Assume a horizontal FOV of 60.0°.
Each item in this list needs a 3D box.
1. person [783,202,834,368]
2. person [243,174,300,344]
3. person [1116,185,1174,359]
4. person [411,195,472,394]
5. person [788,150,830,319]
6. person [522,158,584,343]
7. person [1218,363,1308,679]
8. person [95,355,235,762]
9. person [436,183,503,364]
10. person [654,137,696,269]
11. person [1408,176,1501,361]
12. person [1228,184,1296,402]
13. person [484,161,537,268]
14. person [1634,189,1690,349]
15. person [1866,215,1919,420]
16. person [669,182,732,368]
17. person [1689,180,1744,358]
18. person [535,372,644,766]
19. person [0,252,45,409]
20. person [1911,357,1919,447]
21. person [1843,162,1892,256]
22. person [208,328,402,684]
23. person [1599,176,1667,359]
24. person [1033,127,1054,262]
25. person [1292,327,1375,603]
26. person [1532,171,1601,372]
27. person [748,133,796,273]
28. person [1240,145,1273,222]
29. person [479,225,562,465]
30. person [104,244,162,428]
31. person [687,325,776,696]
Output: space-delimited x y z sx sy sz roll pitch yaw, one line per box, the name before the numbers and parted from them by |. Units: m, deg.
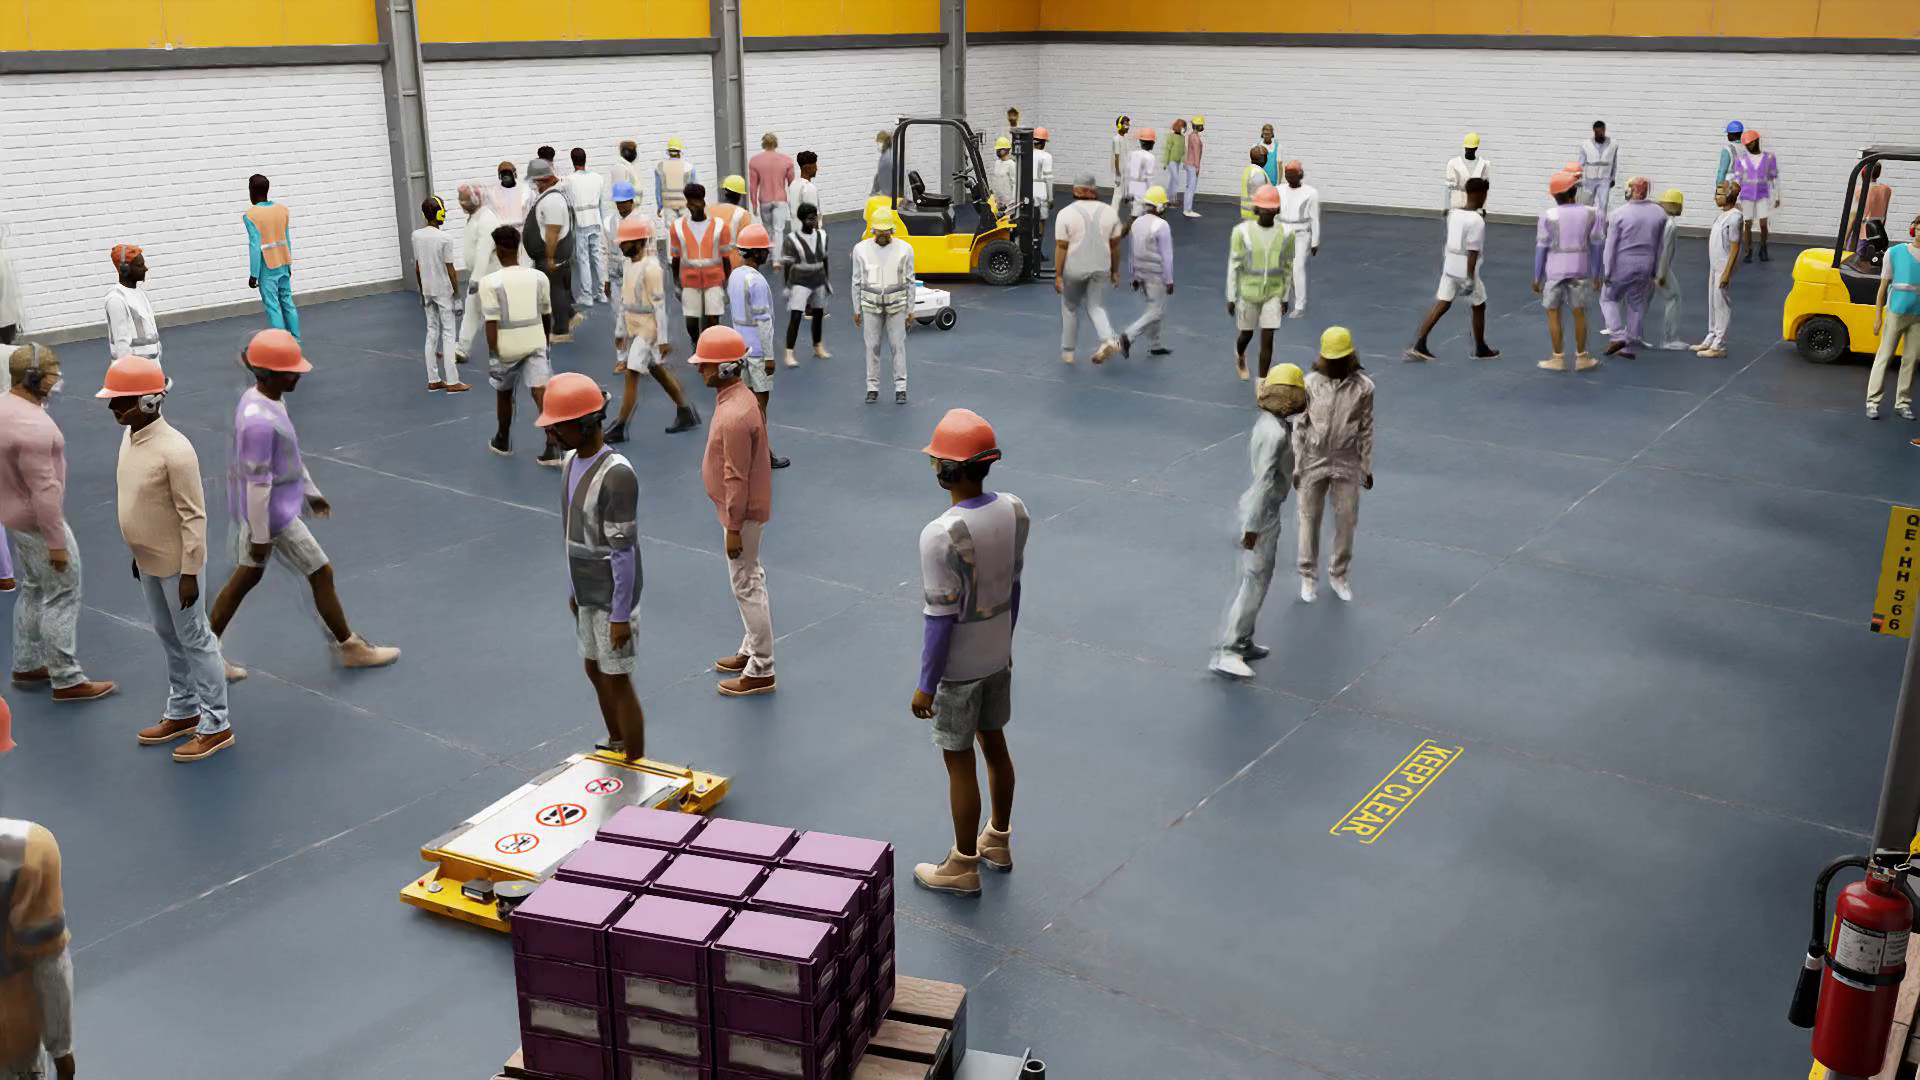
person | -1.572 -2.642 17.120 0.606 1.683 0.377 -14 23 -37
person | -7.171 -2.836 17.325 0.393 1.919 0.589 5 19 17
person | 1.945 -2.750 17.229 0.714 1.811 0.599 -8 19 -23
person | -4.948 -2.324 15.814 0.506 1.864 0.329 9 20 25
person | -1.801 -3.606 19.656 0.361 1.964 0.613 -10 20 -28
person | -4.494 -3.168 18.166 0.540 2.000 0.719 -4 18 -13
person | 1.665 -0.108 9.143 0.433 1.698 0.620 3 18 9
person | -3.850 0.090 8.047 0.610 1.996 0.378 14 23 38
person | -4.911 -2.727 17.106 1.017 1.843 0.659 -12 21 -33
person | -3.973 -4.728 23.387 0.593 1.832 0.404 -1 18 -4
person | 5.170 -2.795 17.210 1.012 1.920 0.597 -6 19 -17
person | 2.808 -2.355 15.671 0.621 2.016 0.848 0 18 -1
person | -5.290 -3.549 19.680 0.625 1.843 0.430 -3 18 -10
person | 7.590 -2.896 17.831 0.709 1.709 0.491 -2 18 -7
person | 8.419 -1.984 14.777 0.567 1.844 0.377 2 18 7
person | -2.536 -2.559 16.419 0.617 1.944 0.550 -2 18 -6
person | 7.975 -2.832 17.431 0.325 1.843 0.516 3 18 9
person | -1.649 0.240 7.535 0.410 2.027 0.623 -11 21 -32
person | -8.294 -1.844 14.333 0.422 1.849 0.550 -5 18 -15
person | 8.229 -1.555 13.779 0.497 1.633 0.285 3 18 10
person | 10.728 -3.573 19.747 0.565 1.845 0.384 -5 19 -16
person | -3.695 -0.159 8.874 1.096 1.978 0.622 -9 20 -26
person | 7.002 -2.838 17.387 0.662 1.894 0.415 -2 18 -5
person | 1.119 -4.987 24.056 0.559 1.912 0.439 15 23 39
person | 2.278 -0.448 10.164 0.522 1.729 0.363 1 18 2
person | 6.140 -2.691 16.759 0.756 2.005 0.375 0 18 0
person | -2.601 -4.730 23.289 0.649 1.883 1.021 0 18 1
person | 3.902 -4.246 21.855 0.429 1.847 0.627 -2 18 -6
person | -3.532 -1.559 13.343 0.616 1.917 0.997 -14 23 -38
person | -6.189 -1.286 12.551 0.347 1.878 0.579 -2 18 -7
person | -1.204 -0.157 8.848 0.409 1.985 0.609 -3 18 -8
